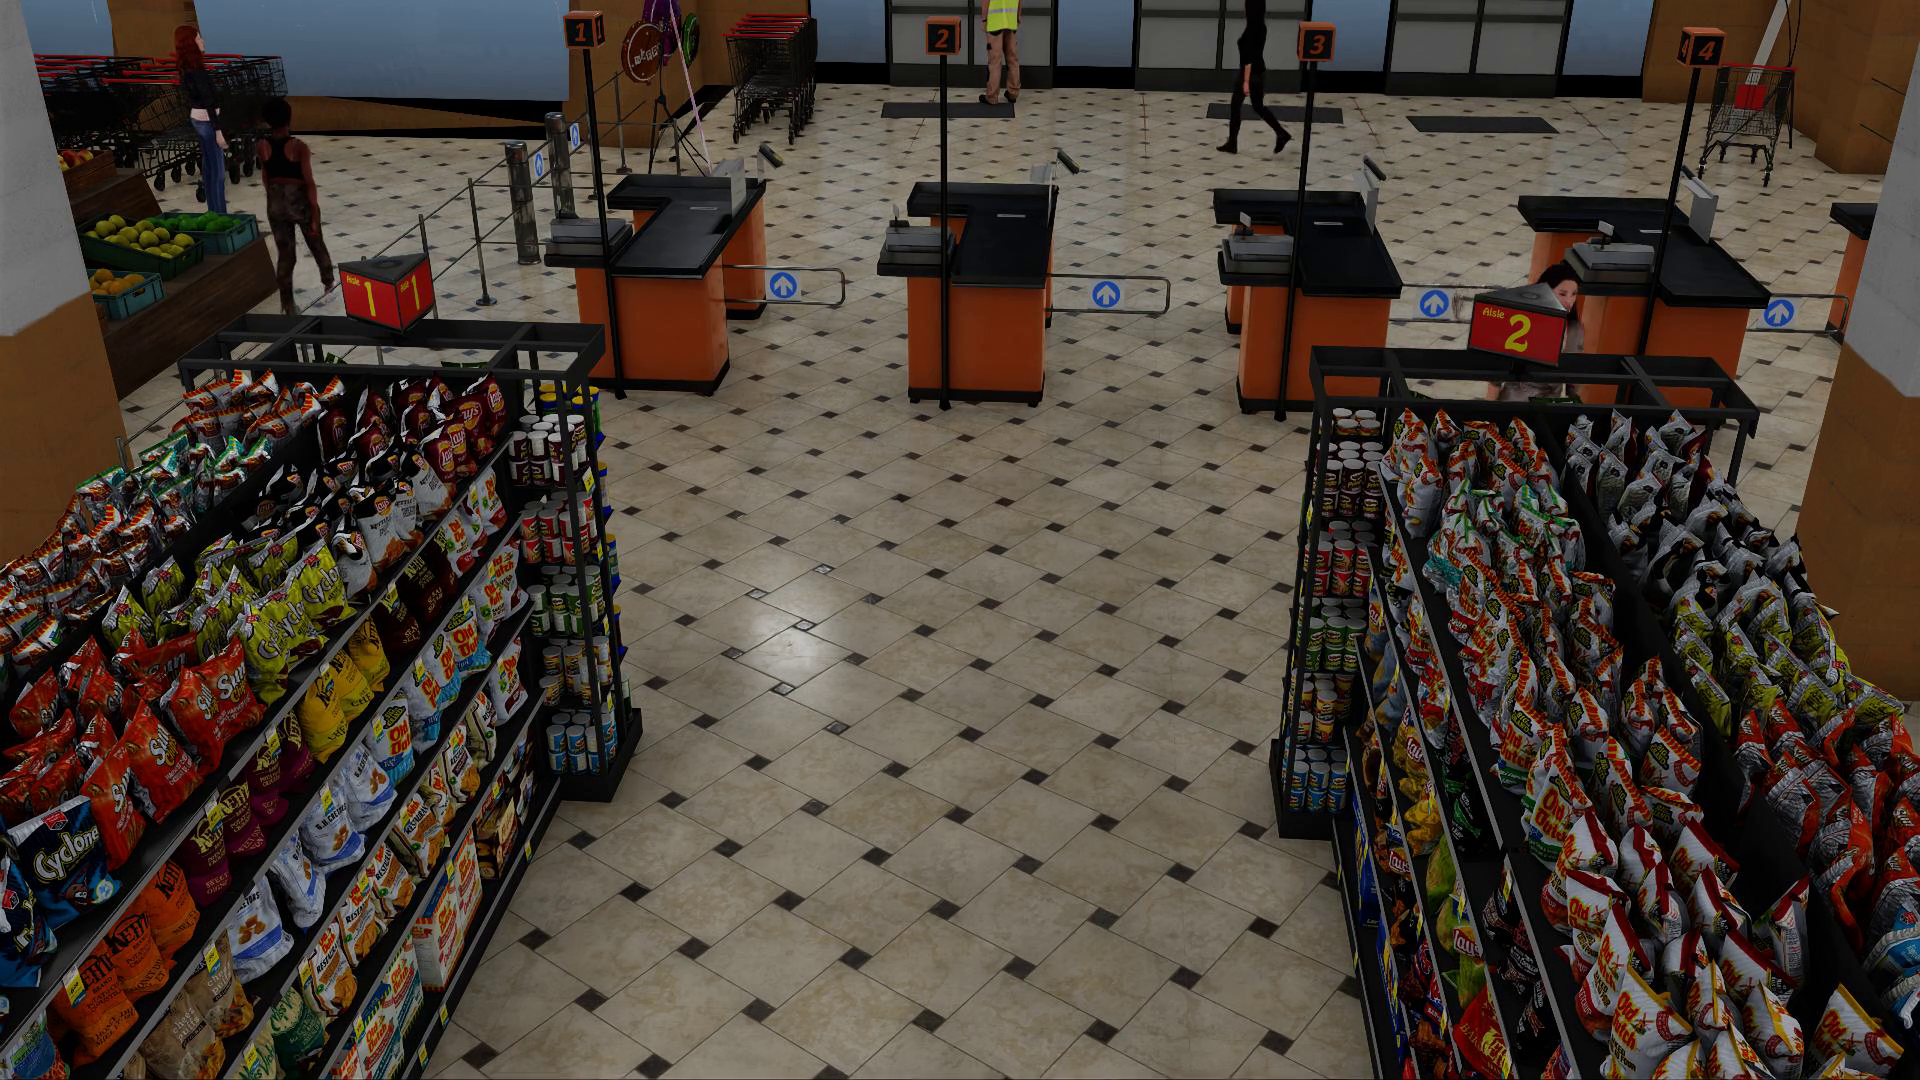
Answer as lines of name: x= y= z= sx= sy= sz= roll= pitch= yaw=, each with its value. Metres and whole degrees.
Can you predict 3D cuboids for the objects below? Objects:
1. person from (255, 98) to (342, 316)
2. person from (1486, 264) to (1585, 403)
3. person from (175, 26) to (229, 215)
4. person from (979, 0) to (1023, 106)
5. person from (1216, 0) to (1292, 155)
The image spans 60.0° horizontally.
person: x=-4.992 y=-2.381 z=12.348 sx=0.713 sy=1.648 sz=1.209 roll=-2 pitch=27 yaw=-4
person: x=2.980 y=-0.663 z=8.870 sx=0.700 sy=1.729 sz=0.684 roll=-4 pitch=27 yaw=-8
person: x=-6.598 y=-3.600 z=14.598 sx=0.728 sy=1.787 sz=0.655 roll=-18 pitch=32 yaw=-31
person: x=0.472 y=-5.982 z=19.230 sx=0.847 sy=1.846 sz=0.893 roll=-13 pitch=30 yaw=-24
person: x=3.061 y=-4.734 z=17.018 sx=0.979 sy=1.620 sz=1.037 roll=19 pitch=32 yaw=32
